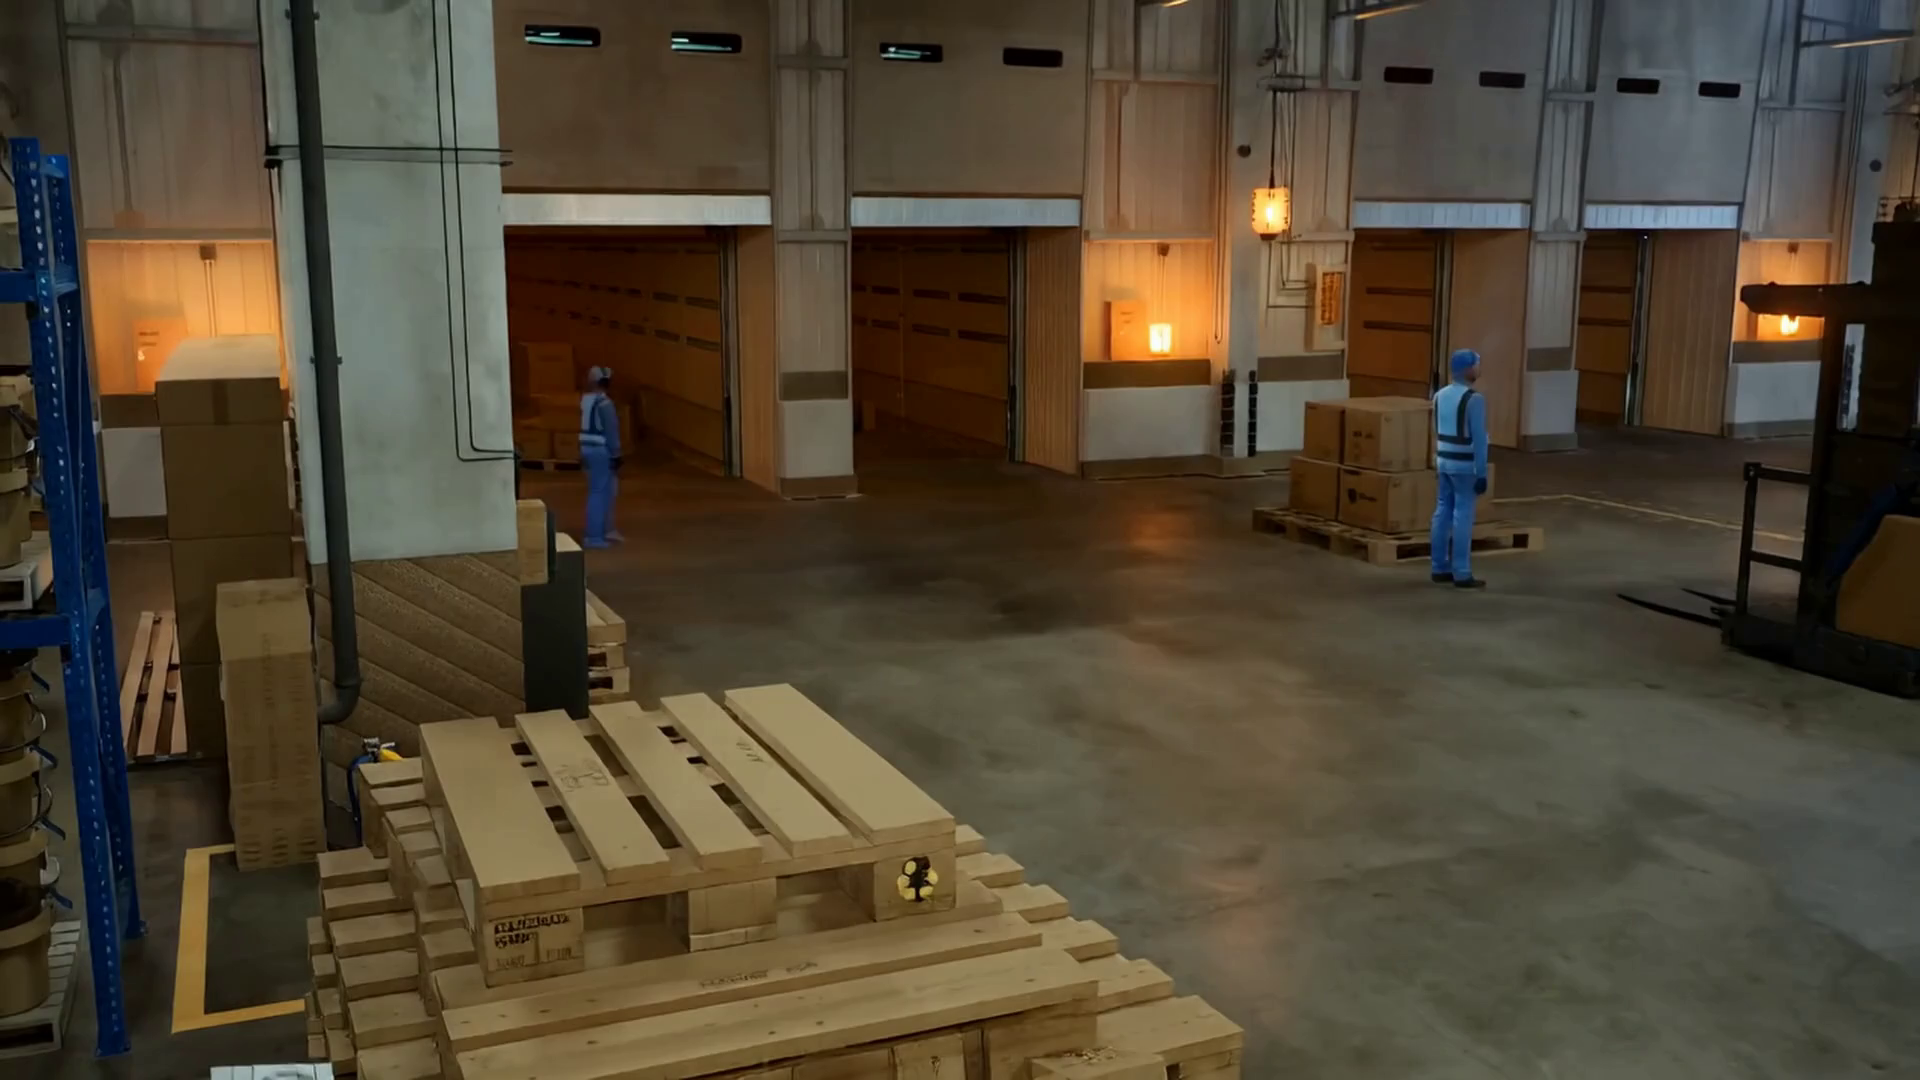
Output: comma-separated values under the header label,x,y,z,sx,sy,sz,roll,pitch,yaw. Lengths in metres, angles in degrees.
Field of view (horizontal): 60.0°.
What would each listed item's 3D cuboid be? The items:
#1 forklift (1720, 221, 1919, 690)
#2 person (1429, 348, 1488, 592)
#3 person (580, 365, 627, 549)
label,x,y,z,sx,sy,sz,roll,pitch,yaw
forklift,5.949,-0.550,10.218,1.129,2.768,1.873,-4,11,-23
person,3.885,-0.542,12.917,0.356,1.887,0.573,-4,11,-23
person,-3.133,-0.730,14.695,0.537,1.623,0.534,-6,12,-29
